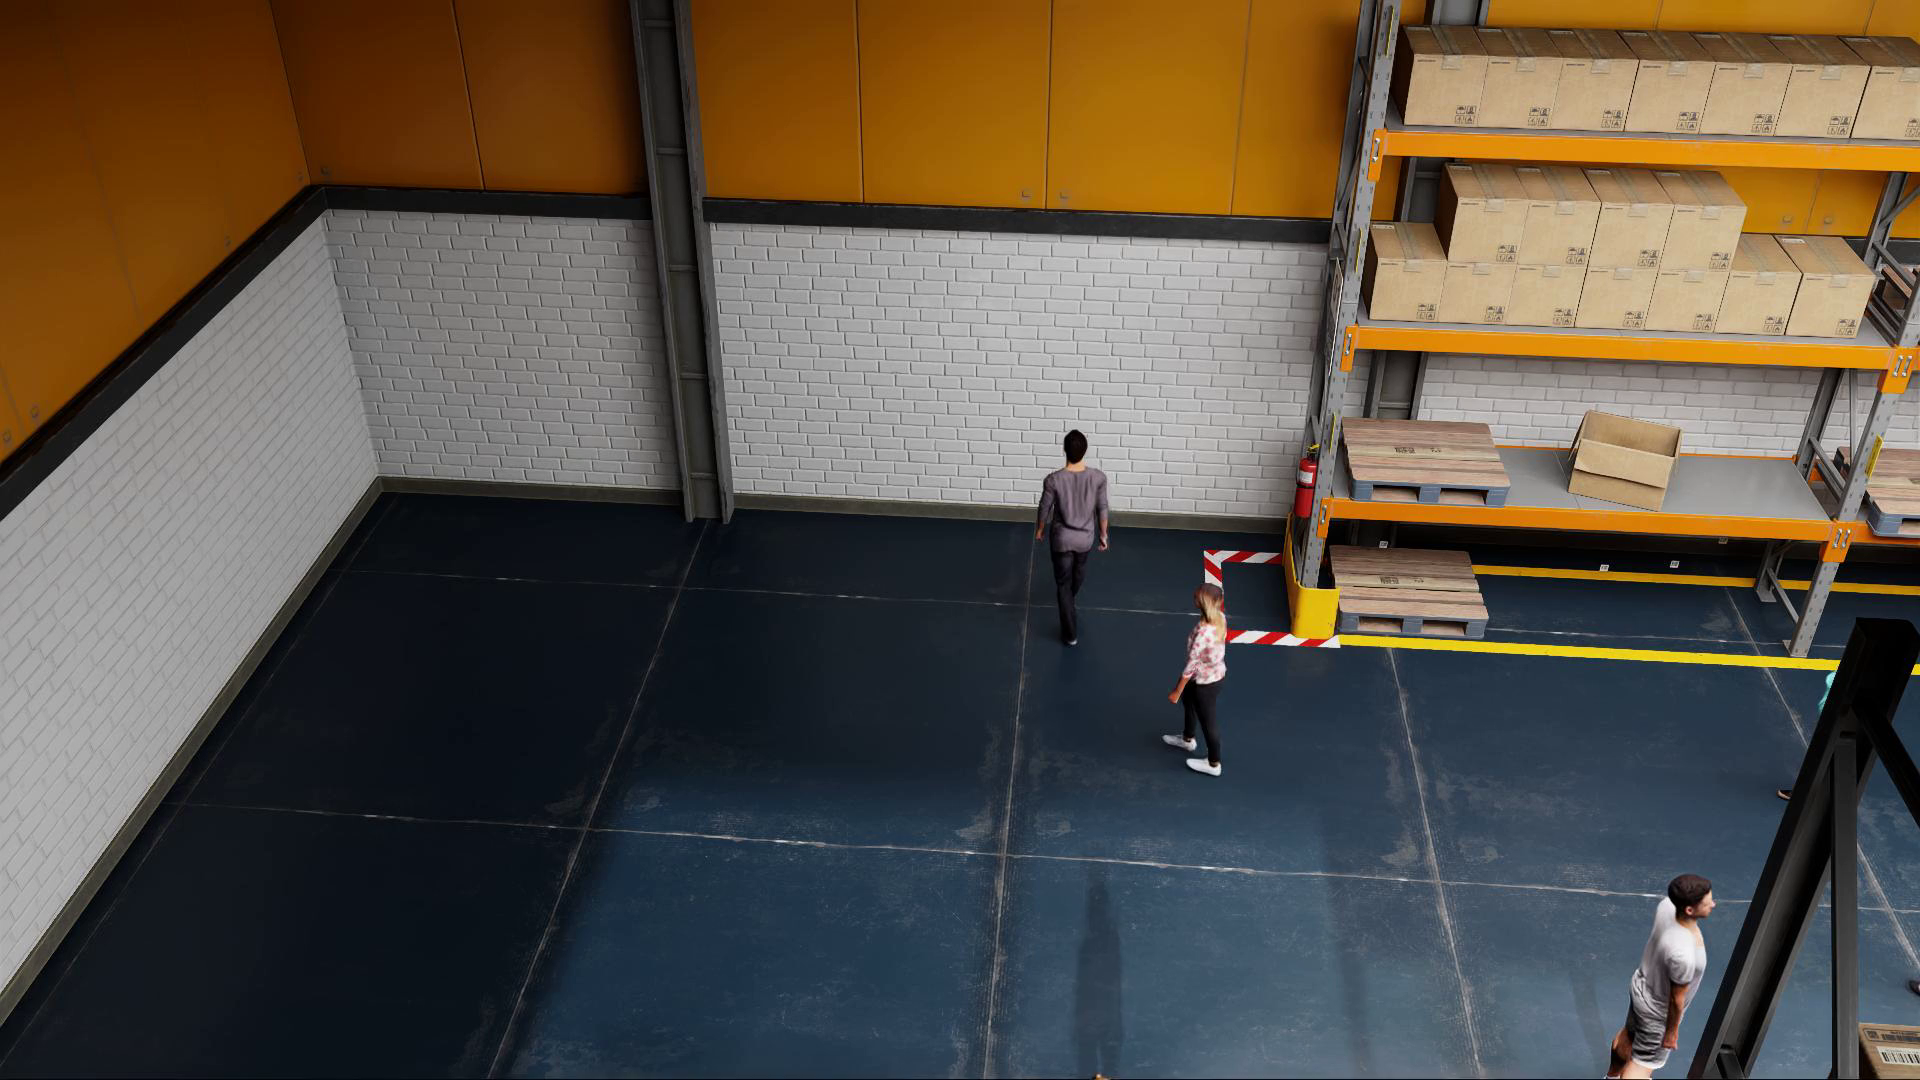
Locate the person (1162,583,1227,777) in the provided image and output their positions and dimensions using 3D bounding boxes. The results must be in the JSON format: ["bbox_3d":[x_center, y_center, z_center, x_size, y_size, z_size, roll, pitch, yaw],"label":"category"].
[{"bbox_3d":[1.853,1.040,11.975,0.825,1.612,0.708,13,36,18],"label":"person"}]

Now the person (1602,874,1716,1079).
[{"bbox_3d":[3.956,2.589,9.424,0.577,1.855,0.691,5,34,8],"label":"person"}]

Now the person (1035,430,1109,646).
[{"bbox_3d":[0.916,0.023,13.318,1.097,1.817,0.942,-5,34,-7],"label":"person"}]
